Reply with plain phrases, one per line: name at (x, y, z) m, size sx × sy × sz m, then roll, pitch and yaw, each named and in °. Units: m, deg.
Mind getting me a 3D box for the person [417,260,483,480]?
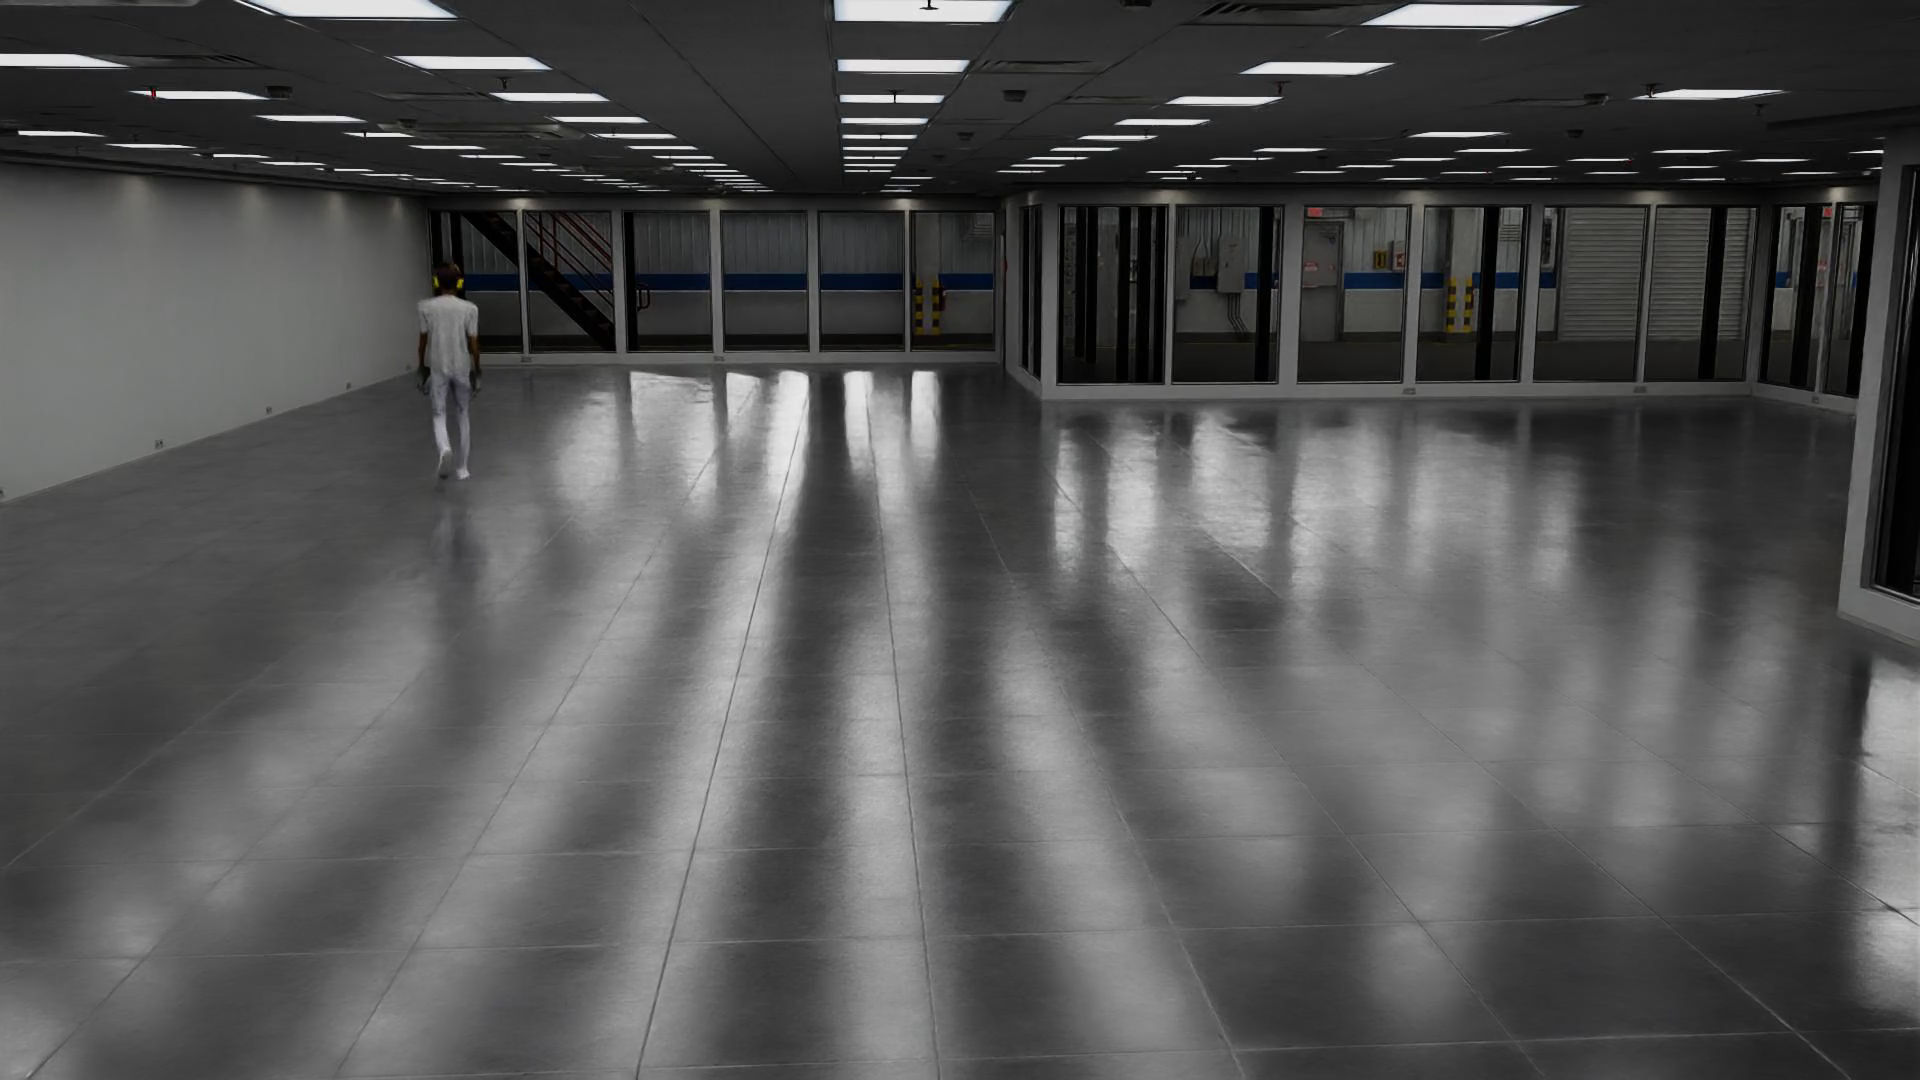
person at (-4.260, -1.399, 13.886) m, size 0.537 × 1.851 × 0.531 m, roll -3°, pitch 11°, yaw -15°
